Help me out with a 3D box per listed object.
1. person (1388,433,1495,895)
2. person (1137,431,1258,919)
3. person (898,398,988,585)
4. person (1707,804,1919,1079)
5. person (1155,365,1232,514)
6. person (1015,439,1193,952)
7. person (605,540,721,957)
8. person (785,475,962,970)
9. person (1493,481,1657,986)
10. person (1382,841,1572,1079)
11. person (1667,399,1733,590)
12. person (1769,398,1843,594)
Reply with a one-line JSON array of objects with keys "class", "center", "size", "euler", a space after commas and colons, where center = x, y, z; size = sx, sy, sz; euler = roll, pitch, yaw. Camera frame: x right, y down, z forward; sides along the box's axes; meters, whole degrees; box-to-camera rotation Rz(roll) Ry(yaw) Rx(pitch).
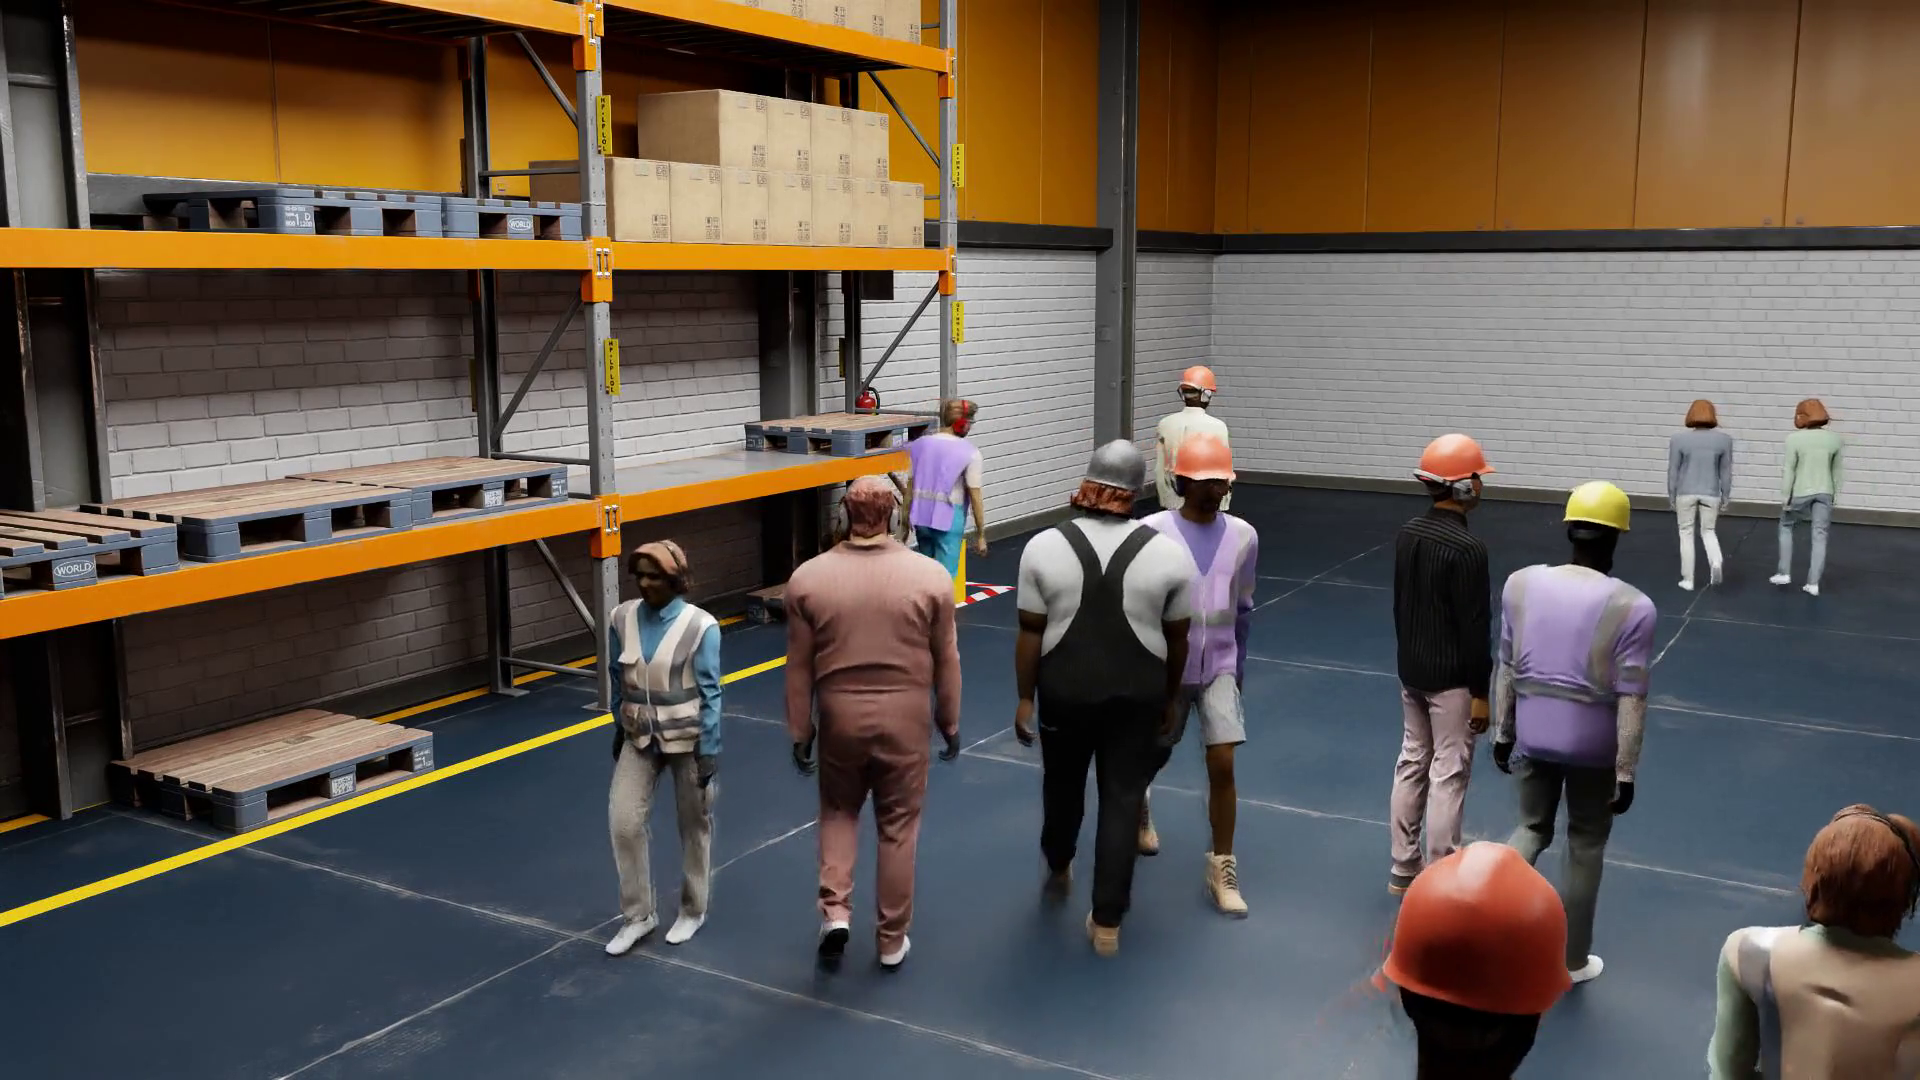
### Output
[{"class": "person", "center": [2.006, 0.557, 6.880], "size": [0.376, 1.997, 0.612], "euler": [-3, 9, -15]}, {"class": "person", "center": [0.972, 0.513, 7.158], "size": [0.600, 2.011, 0.999], "euler": [-2, 9, -11]}, {"class": "person", "center": [-0.122, -0.067, 11.369], "size": [0.618, 1.804, 0.454], "euler": [6, 11, 34]}, {"class": "person", "center": [1.742, 1.327, 3.309], "size": [0.531, 1.604, 0.838], "euler": [8, 12, 40]}, {"class": "person", "center": [1.685, -0.253, 11.945], "size": [0.608, 1.994, 0.382], "euler": [8, 12, 40]}, {"class": "person", "center": [0.582, 0.551, 6.782], "size": [0.693, 2.000, 0.987], "euler": [1, 9, 5]}, {"class": "person", "center": [-1.176, 0.813, 6.426], "size": [0.547, 1.615, 0.589], "euler": [4, 10, 22]}, {"class": "person", "center": [-0.320, 0.697, 6.350], "size": [0.660, 1.894, 0.418], "euler": [1, 9, 4]}, {"class": "person", "center": [2.163, 0.739, 6.029], "size": [0.649, 1.899, 0.614], "euler": [-9, 13, -43]}, {"class": "person", "center": [0.680, 1.337, 2.350], "size": [0.569, 1.882, 0.976], "euler": [5, 10, 26]}, {"class": "person", "center": [6.141, -0.360, 13.801], "size": [0.496, 1.616, 0.464], "euler": [2, 9, 10]}, {"class": "person", "center": [7.065, -0.375, 13.886], "size": [0.514, 1.612, 0.638], "euler": [1, 9, 5]}]
